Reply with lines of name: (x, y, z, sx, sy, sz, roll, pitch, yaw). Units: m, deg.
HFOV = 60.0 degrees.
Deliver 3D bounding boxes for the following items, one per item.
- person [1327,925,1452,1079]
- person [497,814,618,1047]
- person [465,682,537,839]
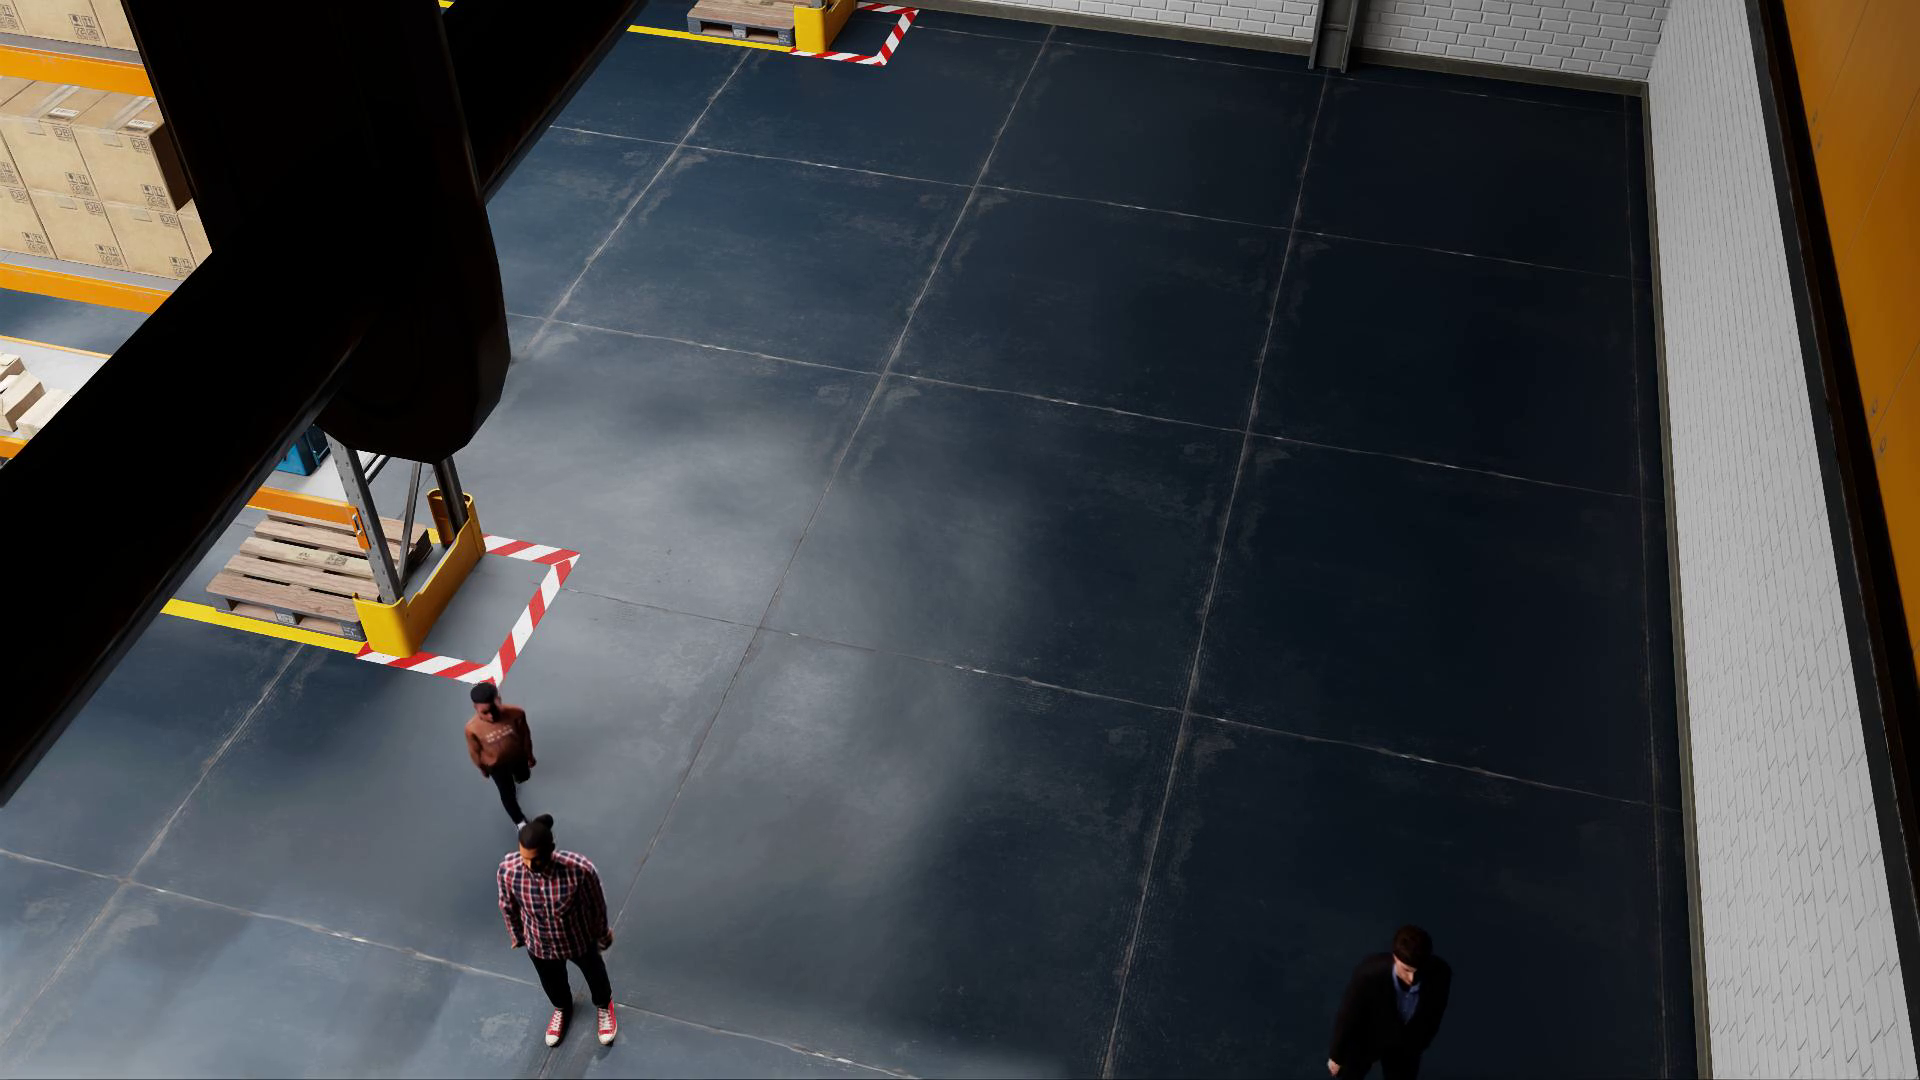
person: (2.117, 2.421, 8.377, 0.776, 1.872, 0.872, 0, 44, 0)
person: (-2.116, 2.074, 8.821, 0.638, 1.761, 0.828, -2, 44, -2)
person: (-2.755, 1.257, 10.057, 0.834, 1.238, 0.885, -20, 47, -20)
